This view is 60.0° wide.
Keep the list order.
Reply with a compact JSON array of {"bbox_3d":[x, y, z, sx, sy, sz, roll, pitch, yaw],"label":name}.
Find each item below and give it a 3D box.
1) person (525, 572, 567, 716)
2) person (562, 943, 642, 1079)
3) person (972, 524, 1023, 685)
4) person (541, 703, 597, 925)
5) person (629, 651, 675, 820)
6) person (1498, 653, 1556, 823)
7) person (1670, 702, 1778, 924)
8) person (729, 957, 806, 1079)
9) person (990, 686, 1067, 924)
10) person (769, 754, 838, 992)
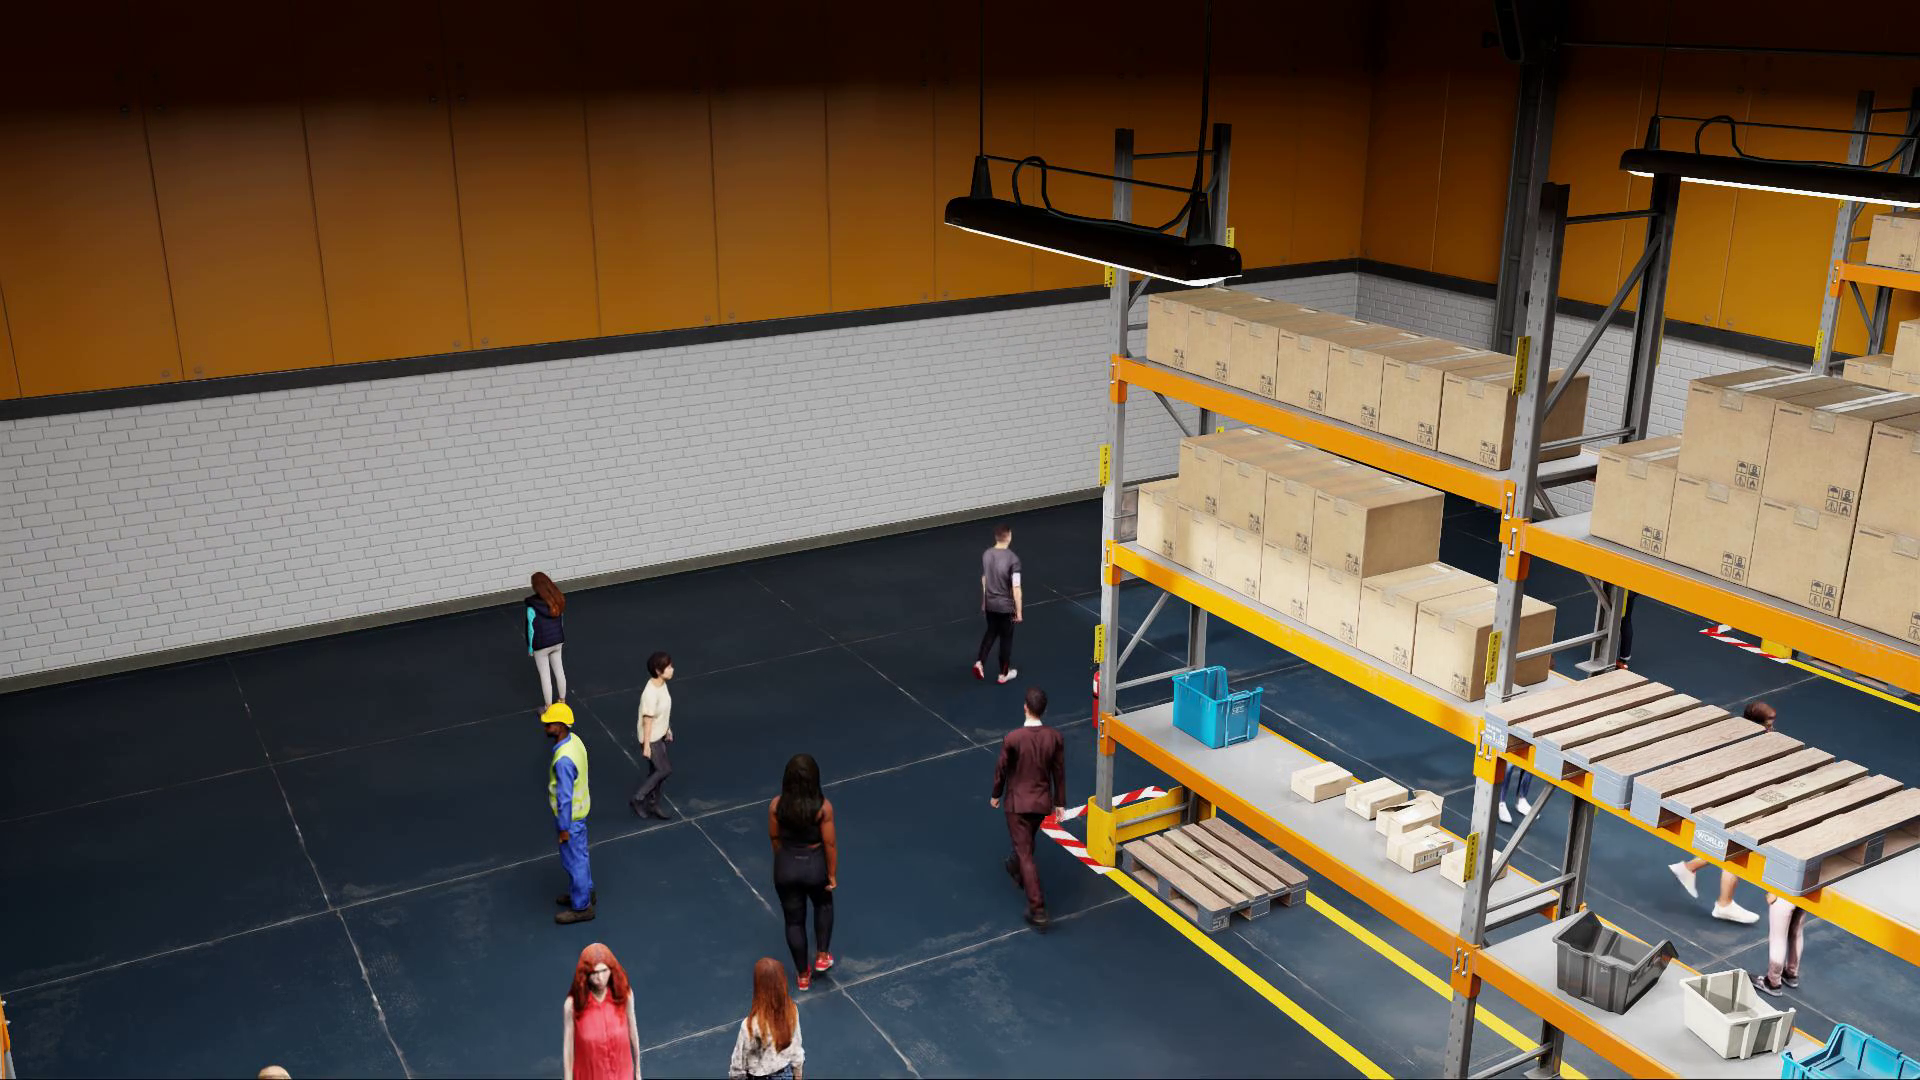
[{"bbox_3d":[-4.129,1.026,16.638,0.675,1.501,0.647,16,24,39],"label":"person"},{"bbox_3d":[-2.125,3.162,9.845,0.774,1.788,1.203,-6,20,-17],"label":"person"},{"bbox_3d":[0.362,0.697,17.218,0.894,1.756,0.890,14,23,37],"label":"person"},{"bbox_3d":[-3.034,2.102,12.957,0.802,1.812,0.658,-2,19,-6],"label":"person"},{"bbox_3d":[-2.740,1.719,14.473,0.811,1.571,0.751,1,19,3],"label":"person"},{"bbox_3d":[4.945,1.597,14.494,0.633,1.787,0.606,-4,19,-13],"label":"person"},{"bbox_3d":[5.953,2.094,12.927,1.051,1.845,0.957,7,20,21],"label":"person"},{"bbox_3d":[-1.056,3.265,9.701,1.192,1.686,0.847,15,24,38],"label":"person"},{"bbox_3d":[0.558,2.103,12.955,0.818,1.811,1.263,-7,20,-20],"label":"person"},{"bbox_3d":[-1.146,2.435,11.991,0.795,1.798,0.837,0,19,0],"label":"person"}]
